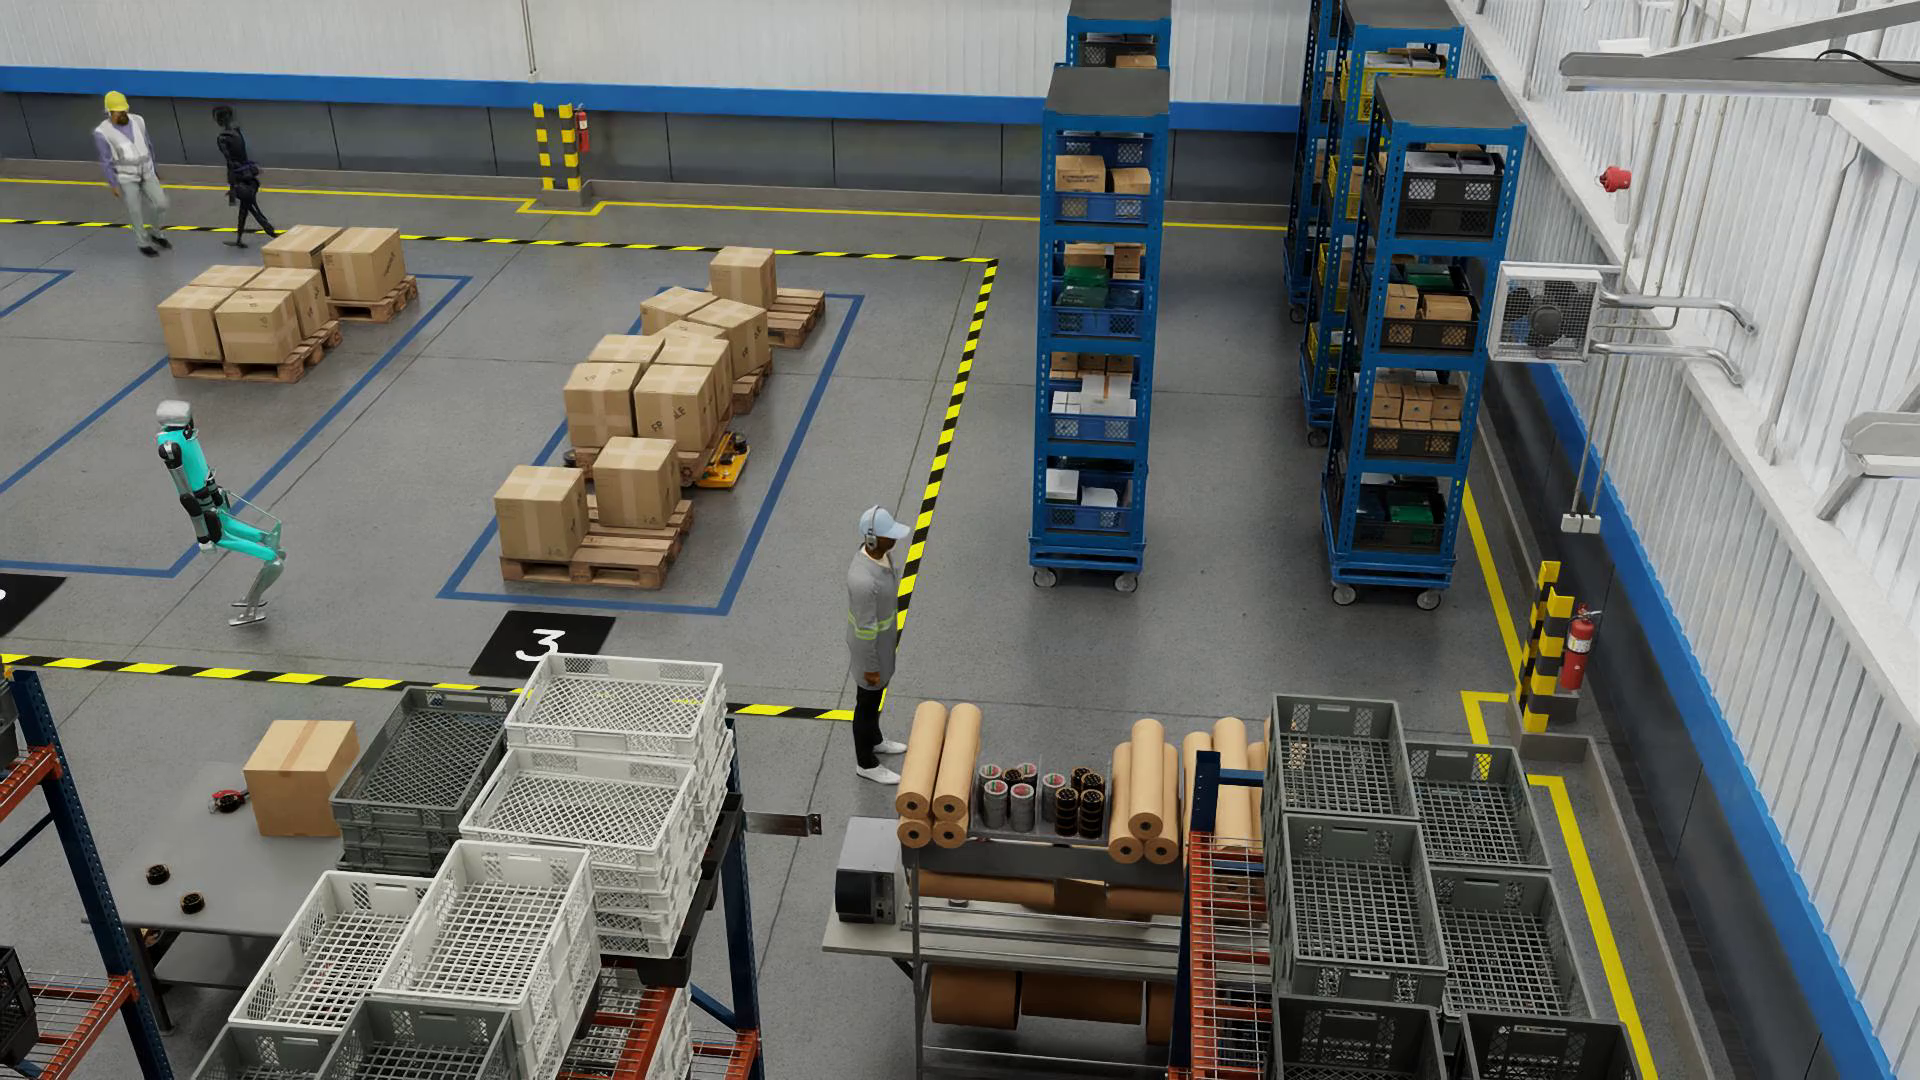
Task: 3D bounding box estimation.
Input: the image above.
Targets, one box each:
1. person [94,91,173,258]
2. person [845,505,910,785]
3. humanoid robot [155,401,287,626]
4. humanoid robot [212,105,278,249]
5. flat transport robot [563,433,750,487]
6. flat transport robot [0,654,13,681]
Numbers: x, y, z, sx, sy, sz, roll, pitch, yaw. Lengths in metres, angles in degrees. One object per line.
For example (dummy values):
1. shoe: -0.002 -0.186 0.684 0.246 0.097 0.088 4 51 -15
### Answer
1. person: -8.856 -3.919 17.862 0.479 1.814 0.618 19 35 29
2. person: -0.485 0.615 10.046 0.395 1.850 0.589 4 30 7
3. humanoid robot: -4.975 -0.199 11.418 0.735 1.681 0.533 -6 31 -10
4. humanoid robot: -7.774 -3.894 18.013 0.785 1.624 0.609 -2 30 -3
5. flat transport robot: -2.525 -0.706 13.858 1.431 0.197 0.652 3 30 6
6. flat transport robot: -7.142 0.969 11.010 1.431 0.231 0.659 3 30 6
